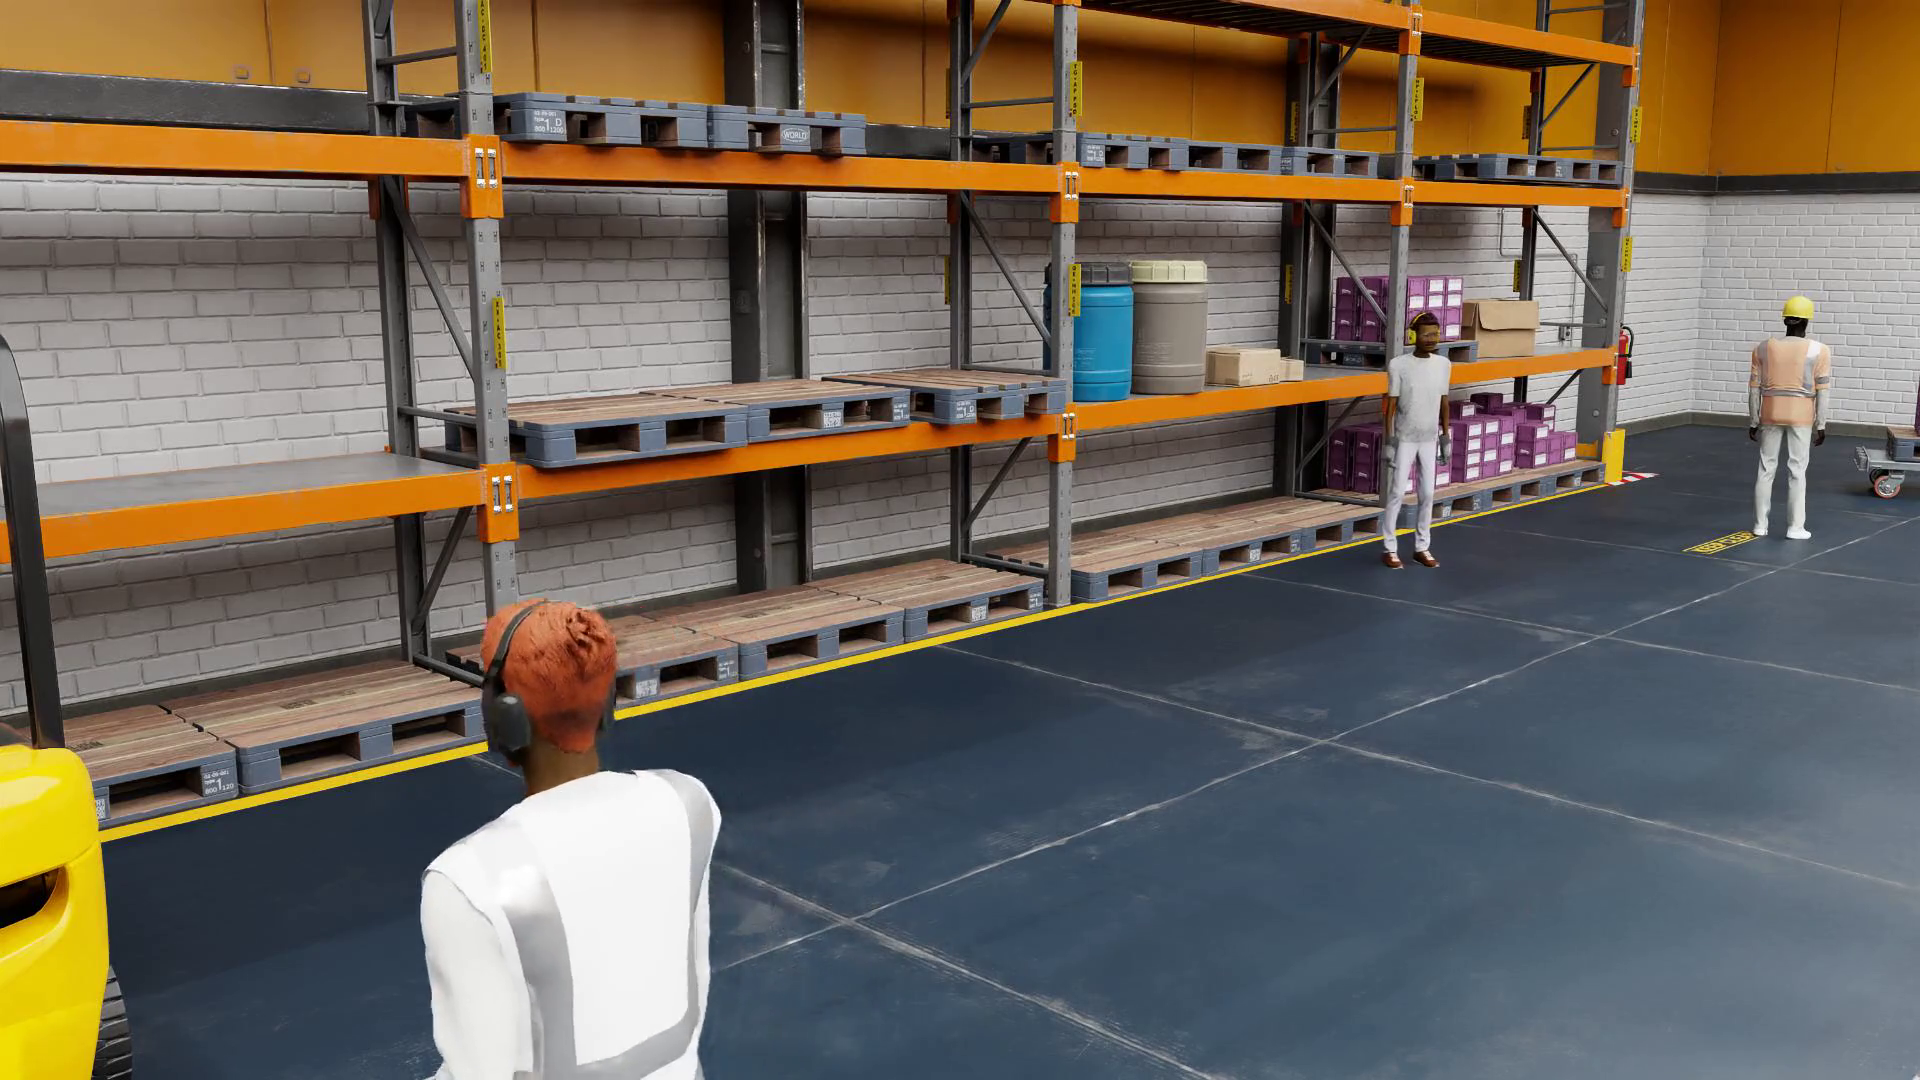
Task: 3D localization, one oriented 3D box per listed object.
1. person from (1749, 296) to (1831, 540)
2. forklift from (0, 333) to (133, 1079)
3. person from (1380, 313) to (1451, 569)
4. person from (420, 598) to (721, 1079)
[{"bbox_3d":[6.562,-0.960,13.190,0.588,1.927,0.370,8,13,38],"label":"person"},{"bbox_3d":[-3.289,0.485,4.582,1.214,2.155,2.313,-10,14,-44],"label":"forklift"},{"bbox_3d":[3.306,-0.713,12.038,0.512,1.860,0.321,-2,11,-11],"label":"person"},{"bbox_3d":[-0.695,0.993,2.758,0.897,1.843,0.593,8,13,38],"label":"person"}]
